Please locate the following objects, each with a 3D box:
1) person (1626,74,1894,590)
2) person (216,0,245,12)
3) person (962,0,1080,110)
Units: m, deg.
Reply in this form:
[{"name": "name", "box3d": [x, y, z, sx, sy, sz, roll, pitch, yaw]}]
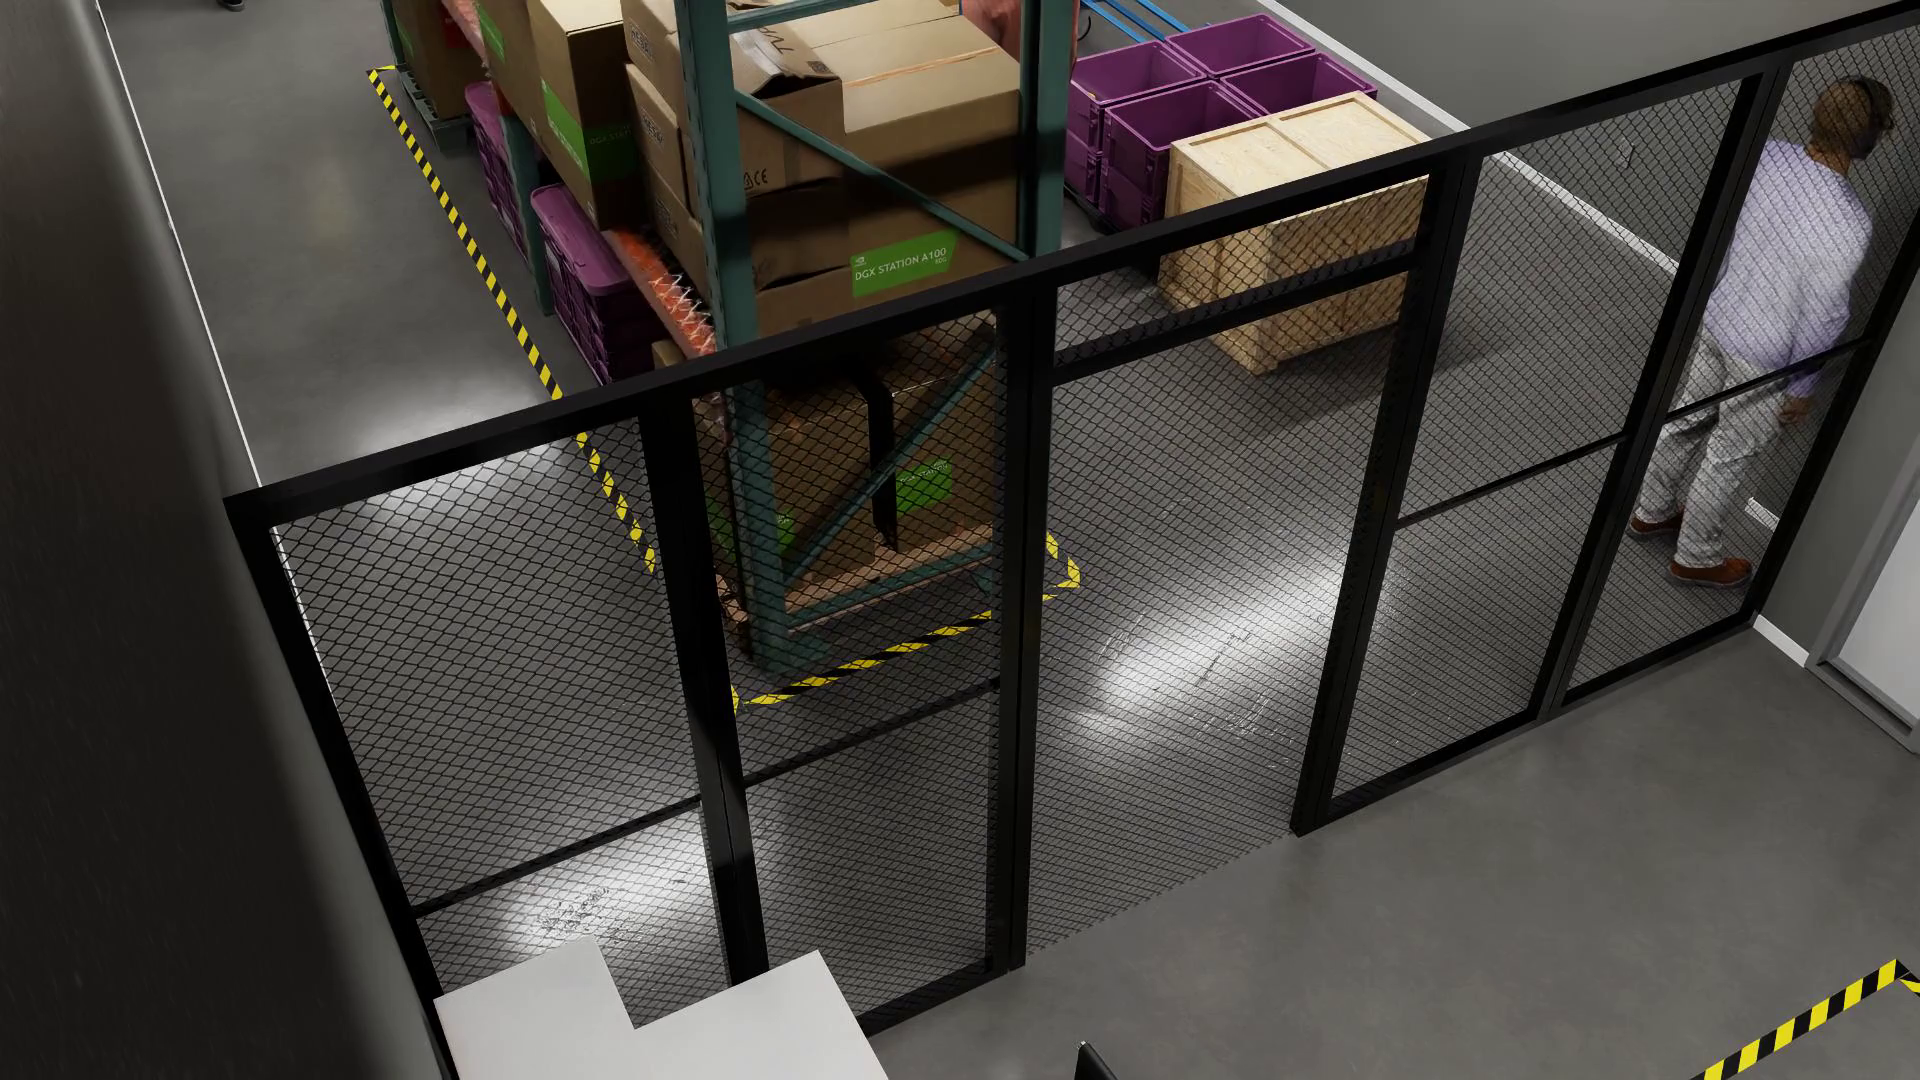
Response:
[{"name": "person", "box3d": [2.726, -0.674, 5.684, 0.371, 1.939, 0.627, -8, 43, -8]}, {"name": "person", "box3d": [-4.220, -3.889, 9.280, 0.591, 1.829, 0.404, -24, 48, -24]}, {"name": "person", "box3d": [0.229, -1.813, 6.885, 0.622, 1.997, 0.372, -32, 51, -30]}]
